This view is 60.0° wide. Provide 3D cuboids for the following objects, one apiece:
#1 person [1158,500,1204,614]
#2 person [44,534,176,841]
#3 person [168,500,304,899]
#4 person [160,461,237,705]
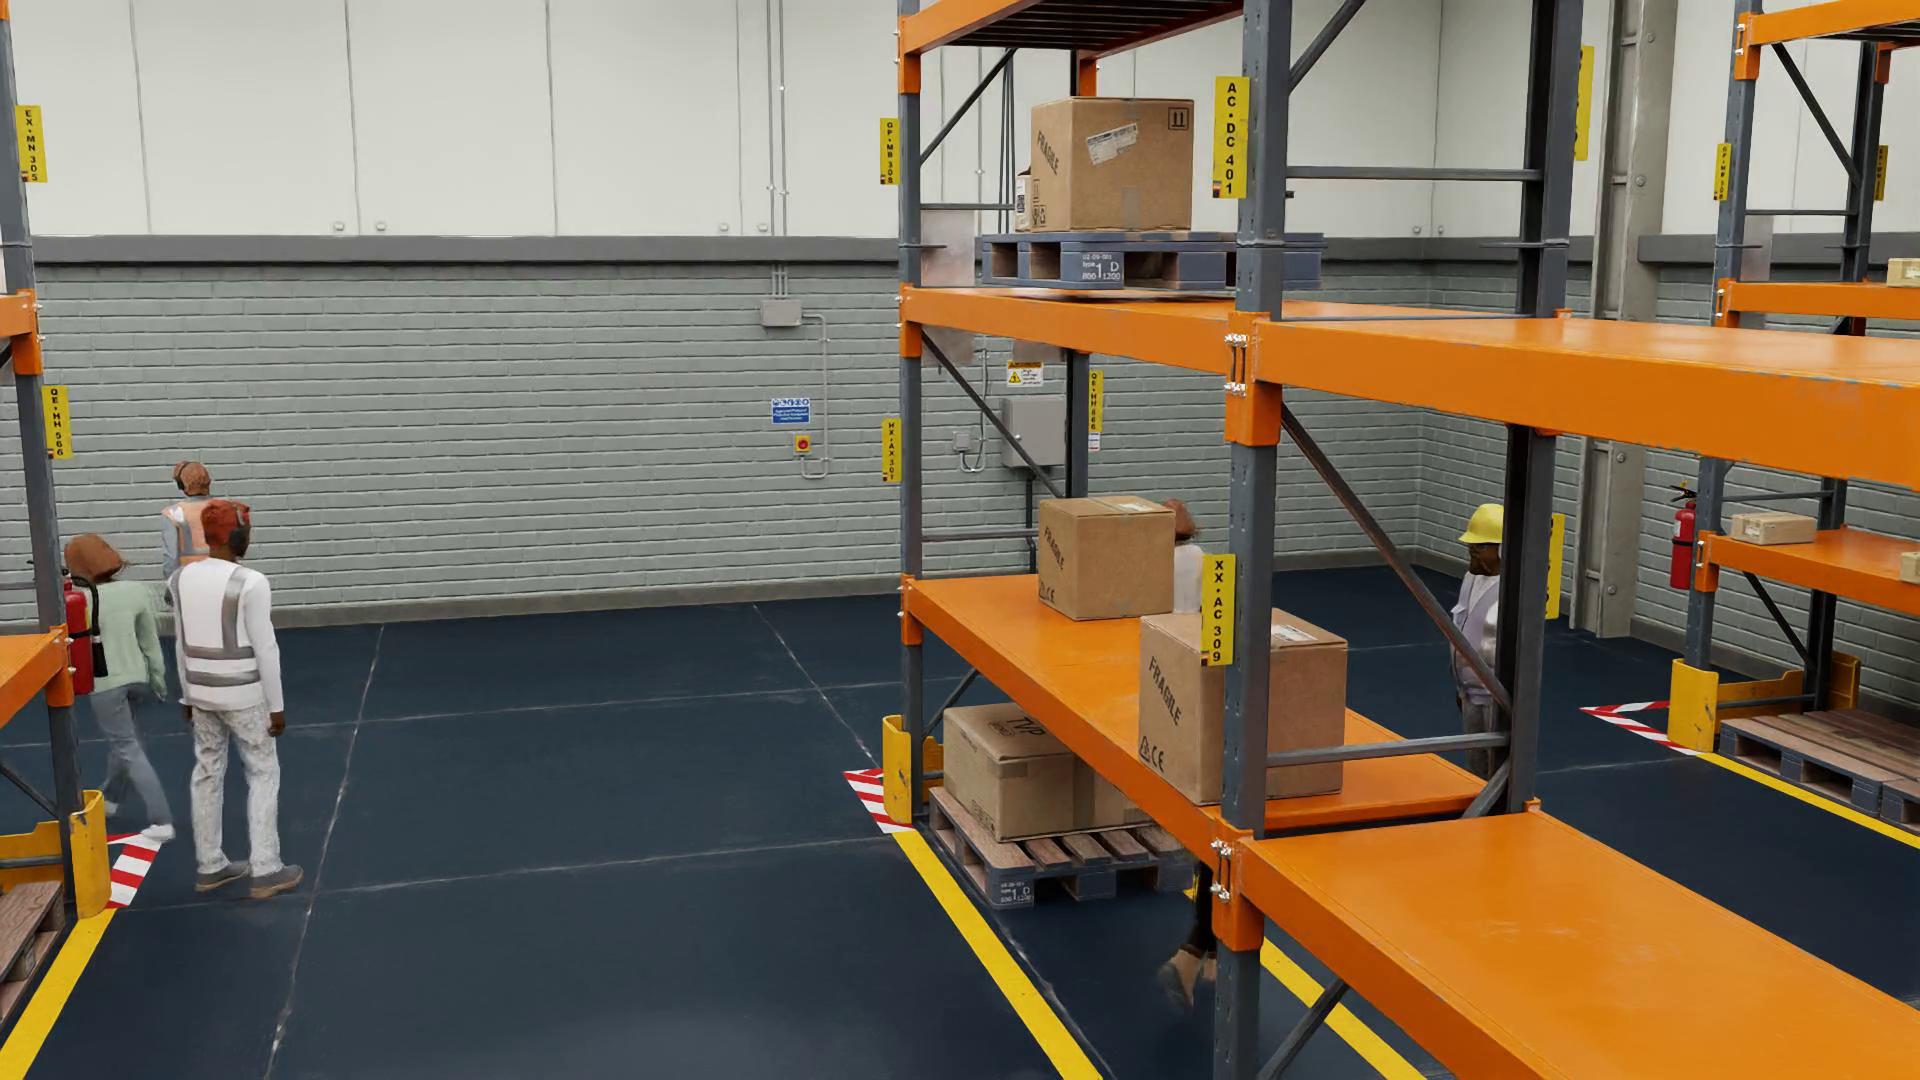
[{"bbox_3d":[1.196,0.583,9.451,0.538,1.620,0.315,-10,14,-44],"label":"person"},{"bbox_3d":[-4.385,0.753,8.555,0.832,1.586,0.498,4,11,19],"label":"person"},{"bbox_3d":[-3.432,0.744,7.825,0.596,1.878,0.351,4,11,20],"label":"person"},{"bbox_3d":[-5.040,0.290,11.061,0.308,1.640,0.511,7,12,34],"label":"person"}]
